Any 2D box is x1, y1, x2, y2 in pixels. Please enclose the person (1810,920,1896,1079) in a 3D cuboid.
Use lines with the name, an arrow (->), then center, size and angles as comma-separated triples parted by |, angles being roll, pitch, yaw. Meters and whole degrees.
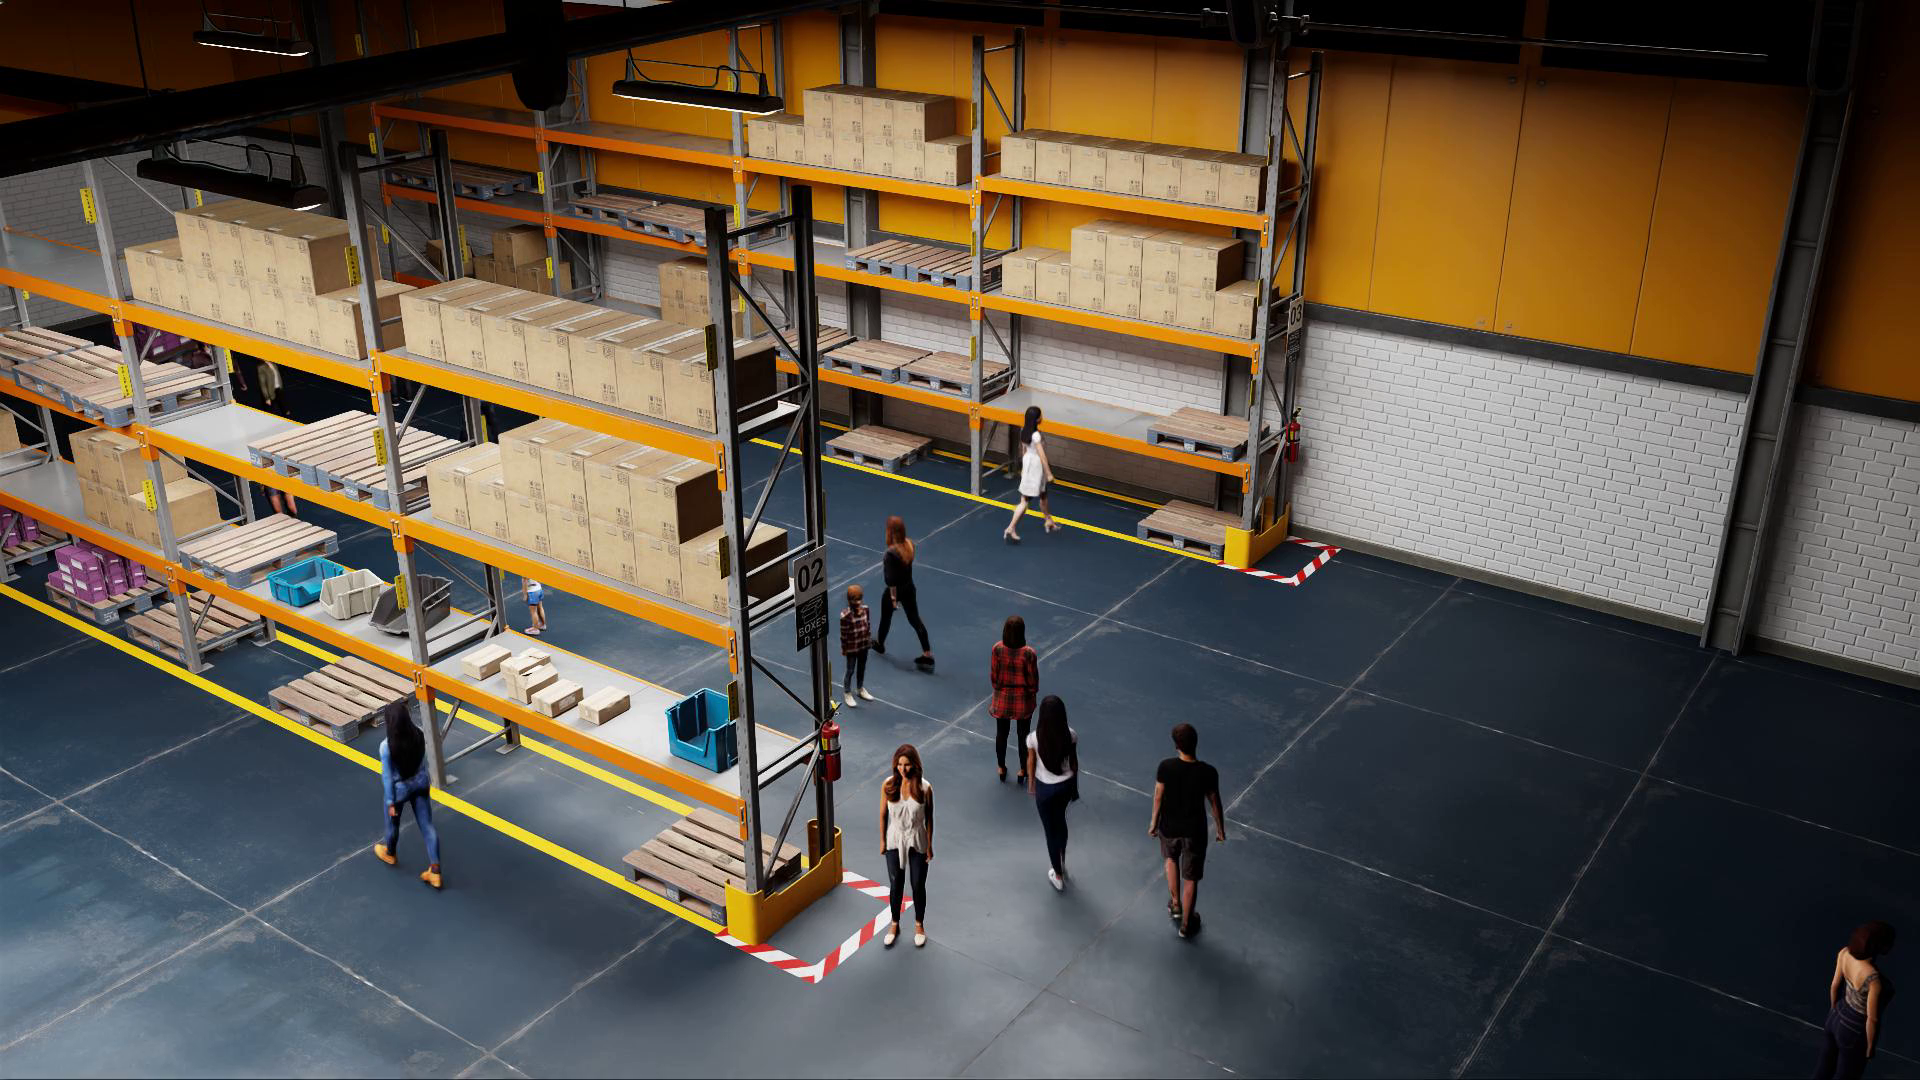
person -> 6.016, 3.335, 11.263 | 0.742, 1.770, 0.689 | -3, 24, -7

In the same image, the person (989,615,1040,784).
person -> 0.502, 1.479, 15.592 | 0.584, 1.703, 0.735 | 8, 25, 17

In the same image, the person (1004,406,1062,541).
person -> 0.855, -0.780, 20.724 | 1.043, 1.733, 1.070 | -9, 25, -19

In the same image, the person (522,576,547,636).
person -> -4.764, 0.561, 18.547 | 0.463, 1.019, 0.451 | 9, 25, 19

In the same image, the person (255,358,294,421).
person -> -10.044, -2.107, 24.126 | 1.047, 1.439, 0.757 | 9, 25, 19

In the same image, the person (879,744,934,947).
person -> -0.422, 2.430, 13.316 | 0.619, 1.785, 0.726 | 2, 24, 5

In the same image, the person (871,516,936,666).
person -> -0.553, 0.576, 17.700 | 1.187, 1.668, 0.694 | 19, 30, 37

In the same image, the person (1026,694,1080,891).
person -> 0.813, 2.165, 13.956 | 0.772, 1.756, 0.840 | -7, 25, -16

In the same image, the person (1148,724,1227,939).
person -> 1.771, 2.366, 13.382 | 0.785, 1.848, 0.937 | 8, 25, 17

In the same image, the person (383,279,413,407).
person -> -8.742, -3.056, 25.648 | 0.550, 1.958, 0.621 | 16, 28, 33

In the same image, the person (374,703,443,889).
person -> -4.582, 2.178, 14.017 | 1.060, 1.685, 0.679 | 18, 29, 35

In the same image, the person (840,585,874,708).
person -> -1.068, 1.057, 17.054 | 0.581, 1.305, 0.569 | -18, 30, -36
